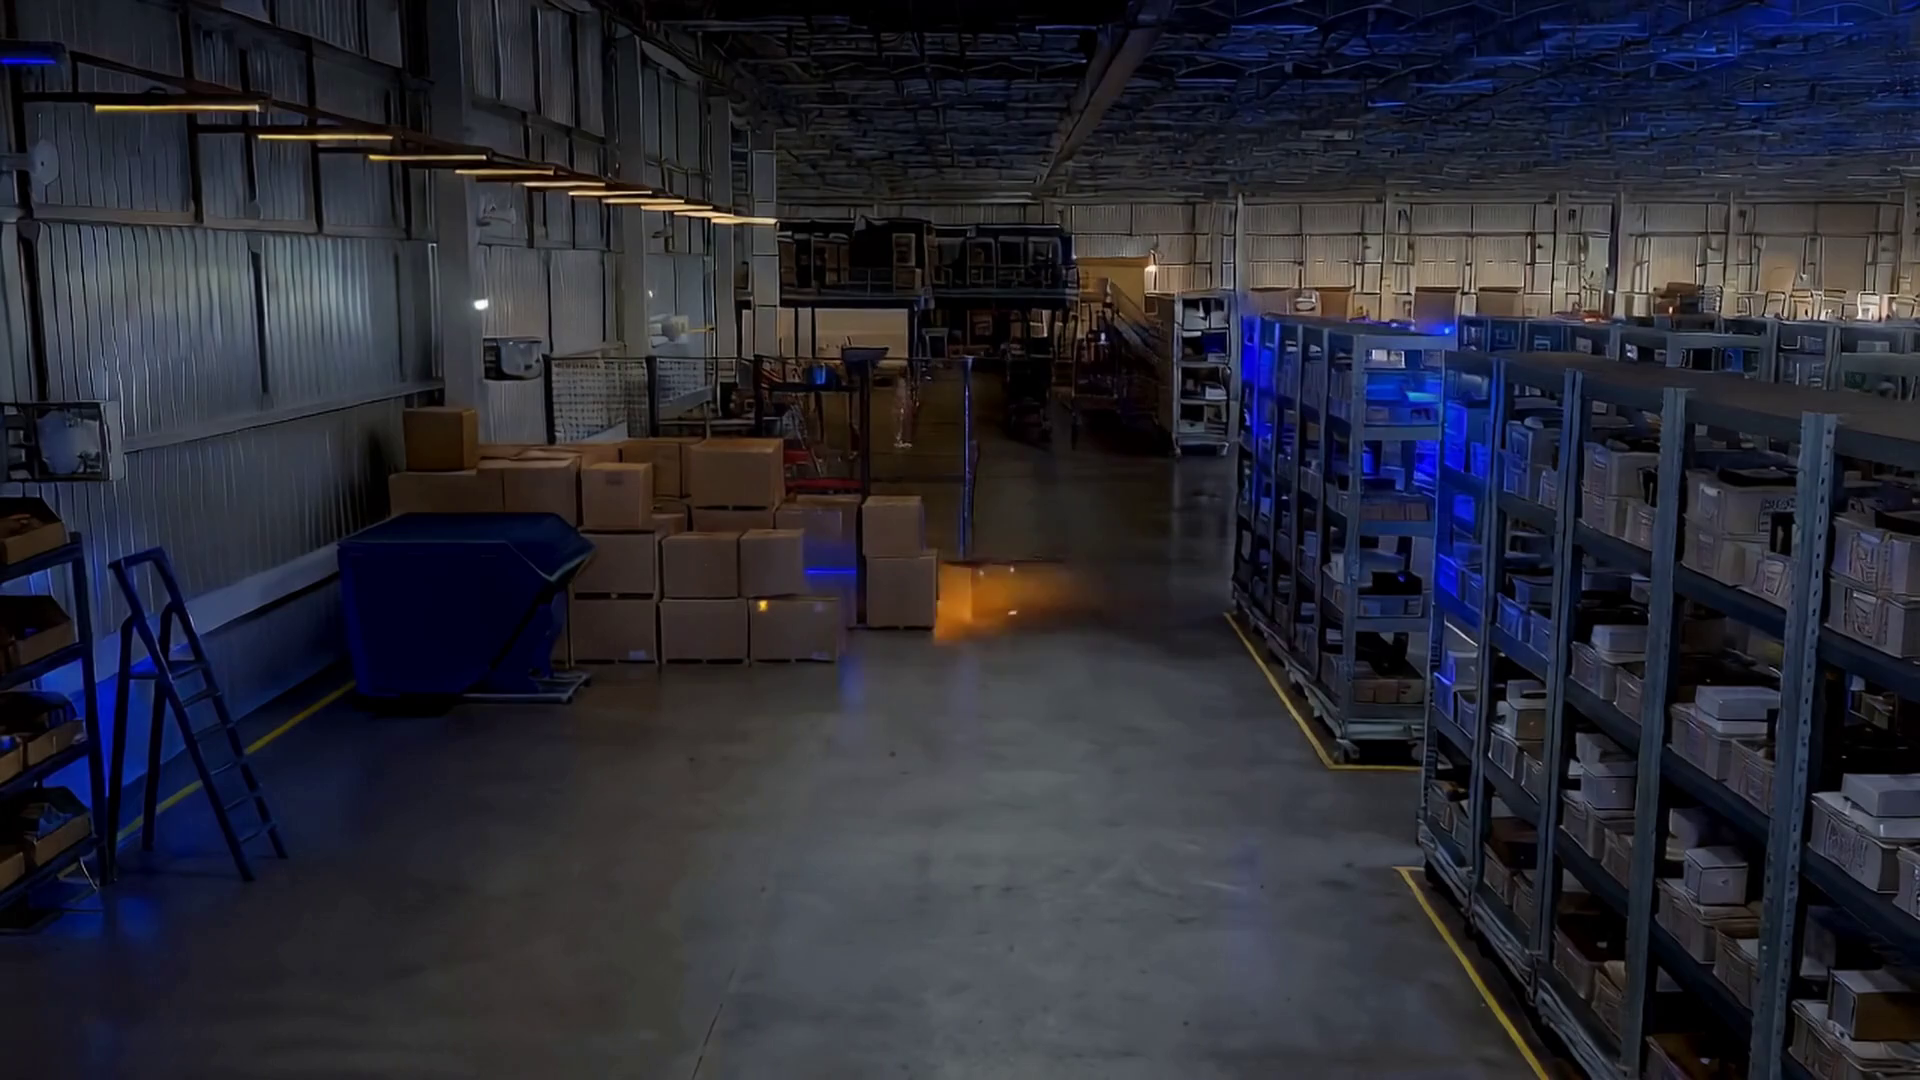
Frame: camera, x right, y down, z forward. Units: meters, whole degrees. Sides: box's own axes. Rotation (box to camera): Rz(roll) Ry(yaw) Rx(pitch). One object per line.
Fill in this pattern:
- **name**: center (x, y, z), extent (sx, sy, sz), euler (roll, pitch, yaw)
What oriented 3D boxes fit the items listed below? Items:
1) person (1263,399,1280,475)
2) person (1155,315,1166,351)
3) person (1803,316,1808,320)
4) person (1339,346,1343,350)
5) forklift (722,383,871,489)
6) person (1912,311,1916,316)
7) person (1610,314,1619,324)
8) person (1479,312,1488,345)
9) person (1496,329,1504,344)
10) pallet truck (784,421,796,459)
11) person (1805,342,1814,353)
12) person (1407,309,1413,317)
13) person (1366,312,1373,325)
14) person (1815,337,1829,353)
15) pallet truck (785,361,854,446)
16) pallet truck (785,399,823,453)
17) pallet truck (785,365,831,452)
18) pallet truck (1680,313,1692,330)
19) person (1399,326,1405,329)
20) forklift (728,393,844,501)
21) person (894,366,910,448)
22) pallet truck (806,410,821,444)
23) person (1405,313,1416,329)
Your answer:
- **person**: center (6.295, -2.317, 33.452), extent (0.402, 2.036, 0.609), euler (2, 9, 12)
- **person**: center (10.349, -10.621, 85.256), extent (0.836, 1.854, 0.580), euler (-4, 10, -23)
- **person**: center (41.283, -10.020, 81.411), extent (0.673, 1.892, 0.568), euler (2, 9, 10)
- **person**: center (15.042, -7.427, 65.510), extent (0.327, 1.865, 0.521), euler (-2, 9, -11)
- **forklift**: center (-2.893, -1.687, 28.729), extent (2.680, 1.987, 1.157), euler (0, 9, -1)
- **person**: center (53.450, -11.908, 93.195), extent (1.120, 1.867, 0.558), euler (-3, 10, -20)
- **person**: center (32.961, -10.449, 83.962), extent (0.448, 1.919, 0.649), euler (-7, 11, -36)
- **person**: center (28.837, -11.540, 91.049), extent (0.901, 1.802, 0.654), euler (6, 11, 31)
- **person**: center (21.703, -7.739, 67.203), extent (0.545, 1.938, 0.360), euler (5, 11, 29)
- **pallet truck**: center (-4.013, -1.793, 32.705), extent (1.601, 1.201, 0.680), euler (0, 9, 1)
- **person**: center (29.894, -6.176, 58.581), extent (0.378, 1.614, 0.504), euler (1, 9, 5)
- **person**: center (25.589, -12.173, 94.624), extent (0.399, 1.918, 0.588), euler (5, 11, 29)
- **person**: center (21.250, -10.864, 86.447), extent (0.384, 1.948, 0.605), euler (-2, 9, -10)
- **person**: center (33.957, -7.388, 65.418), extent (0.535, 1.825, 0.995), euler (6, 11, 31)
- **pallet truck**: center (-3.410, -3.193, 38.978), extent (1.885, 1.965, 0.823), euler (0, 9, -1)
- **pallet truck**: center (-3.814, -2.432, 36.419), extent (1.630, 1.274, 0.653), euler (0, 9, 1)
- **pallet truck**: center (-3.774, -2.976, 37.635), extent (1.885, 1.965, 0.823), euler (1, 9, 5)
- **pallet truck**: center (36.315, -10.531, 84.244), extent (0.823, 1.965, 1.885), euler (-6, 11, -33)
- **person**: center (17.132, -7.306, 64.538), extent (0.627, 1.939, 0.474), euler (-9, 13, -43)
- **forklift**: center (-2.979, -1.316, 26.476), extent (2.680, 1.987, 1.157), euler (0, 9, 1)
- **person**: center (-1.331, -3.081, 38.609), extent (0.398, 1.897, 0.759), euler (1, 9, 4)
- **pallet truck**: center (-3.559, -2.018, 33.905), extent (1.522, 1.261, 0.704), euler (0, 9, -1)
- **person**: center (24.270, -11.339, 89.746), extent (0.658, 1.826, 0.451), euler (-4, 10, -23)
